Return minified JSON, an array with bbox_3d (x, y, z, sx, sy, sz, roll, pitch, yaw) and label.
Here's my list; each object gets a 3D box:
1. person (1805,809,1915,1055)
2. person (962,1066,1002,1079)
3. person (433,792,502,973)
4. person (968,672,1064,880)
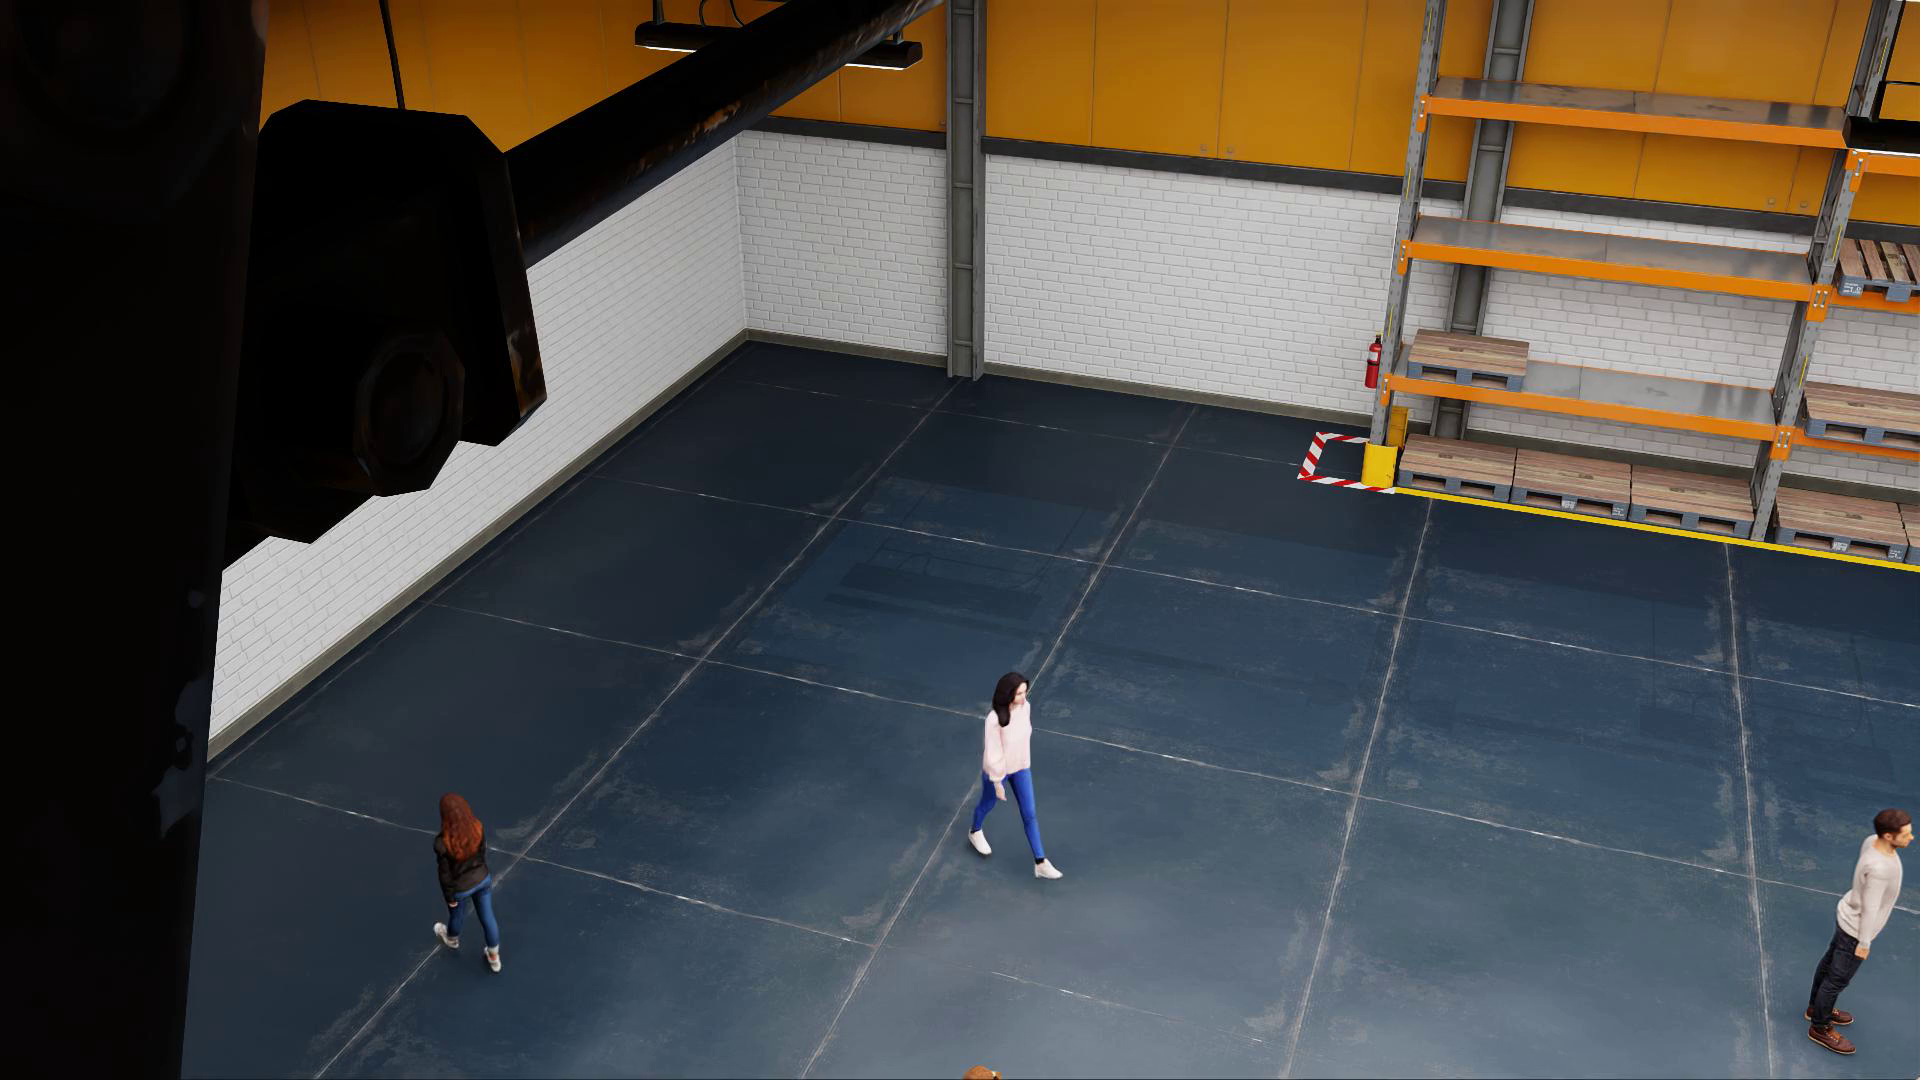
[{"bbox_3d":[5.876,2.507,10.884,0.572,1.866,0.677,12,31,21],"label":"person"},{"bbox_3d":[0.117,3.525,9.598,0.659,1.310,0.567,-25,37,-37],"label":"person"},{"bbox_3d":[-3.373,2.386,11.531,0.786,1.459,0.939,-25,37,-38],"label":"person"},{"bbox_3d":[0.273,1.720,12.487,1.065,1.711,1.259,-20,35,-32],"label":"person"}]
